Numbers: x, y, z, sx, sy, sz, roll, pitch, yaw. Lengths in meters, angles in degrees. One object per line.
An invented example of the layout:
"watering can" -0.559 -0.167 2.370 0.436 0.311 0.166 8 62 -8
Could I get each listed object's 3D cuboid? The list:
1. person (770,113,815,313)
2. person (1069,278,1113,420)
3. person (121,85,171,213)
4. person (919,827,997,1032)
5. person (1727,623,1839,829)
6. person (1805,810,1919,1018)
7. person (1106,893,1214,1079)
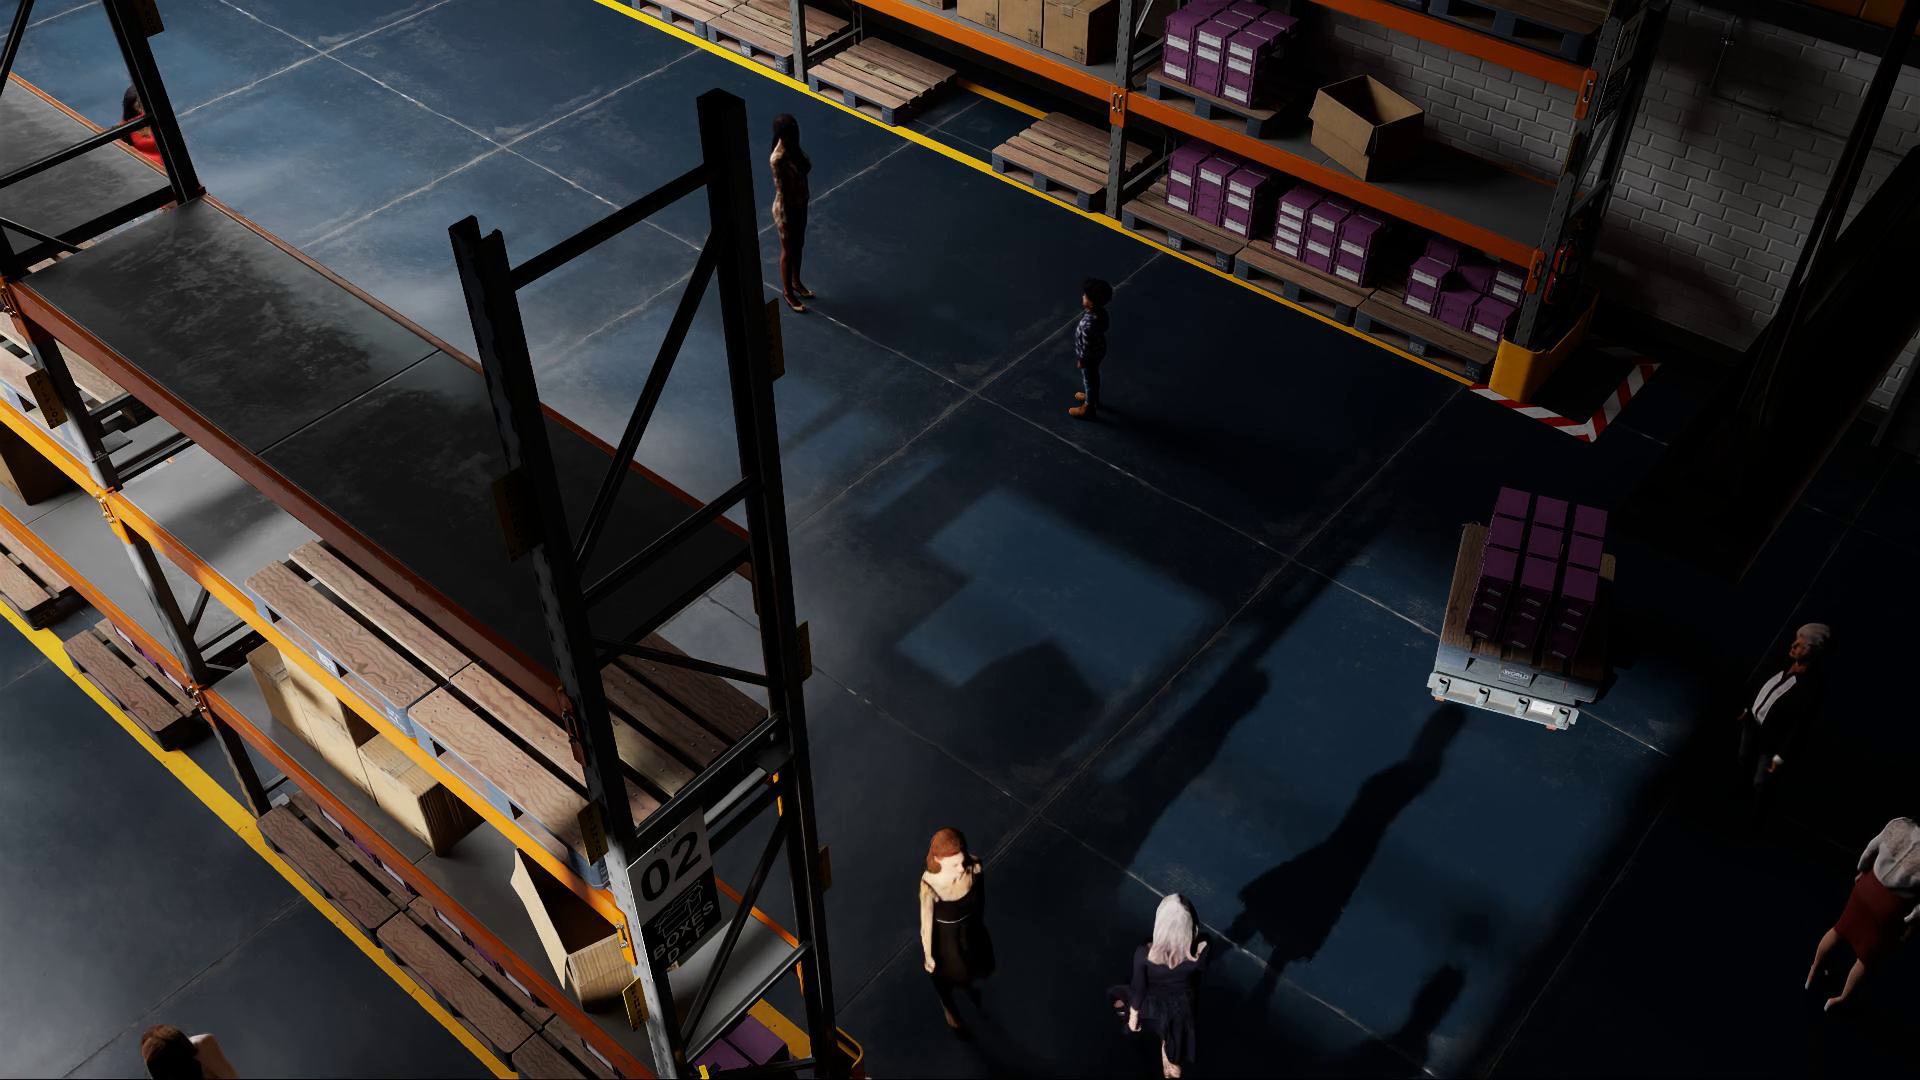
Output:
"person" -1.407 -2.729 13.829 0.656 1.794 0.657 14 45 14
"person" 1.018 -1.495 12.927 0.567 1.250 0.553 14 45 14
"person" -6.936 -3.167 14.377 0.772 1.672 1.166 -28 50 -26
"person" -0.087 2.041 8.952 0.673 1.614 0.703 -20 47 -20
"person" 4.875 1.181 9.999 0.800 1.779 0.835 -2 44 -2
"person" 4.966 1.965 8.933 0.733 1.750 0.626 -12 45 -12
"person" 1.064 2.438 8.462 1.043 1.715 1.137 -7 44 -8
